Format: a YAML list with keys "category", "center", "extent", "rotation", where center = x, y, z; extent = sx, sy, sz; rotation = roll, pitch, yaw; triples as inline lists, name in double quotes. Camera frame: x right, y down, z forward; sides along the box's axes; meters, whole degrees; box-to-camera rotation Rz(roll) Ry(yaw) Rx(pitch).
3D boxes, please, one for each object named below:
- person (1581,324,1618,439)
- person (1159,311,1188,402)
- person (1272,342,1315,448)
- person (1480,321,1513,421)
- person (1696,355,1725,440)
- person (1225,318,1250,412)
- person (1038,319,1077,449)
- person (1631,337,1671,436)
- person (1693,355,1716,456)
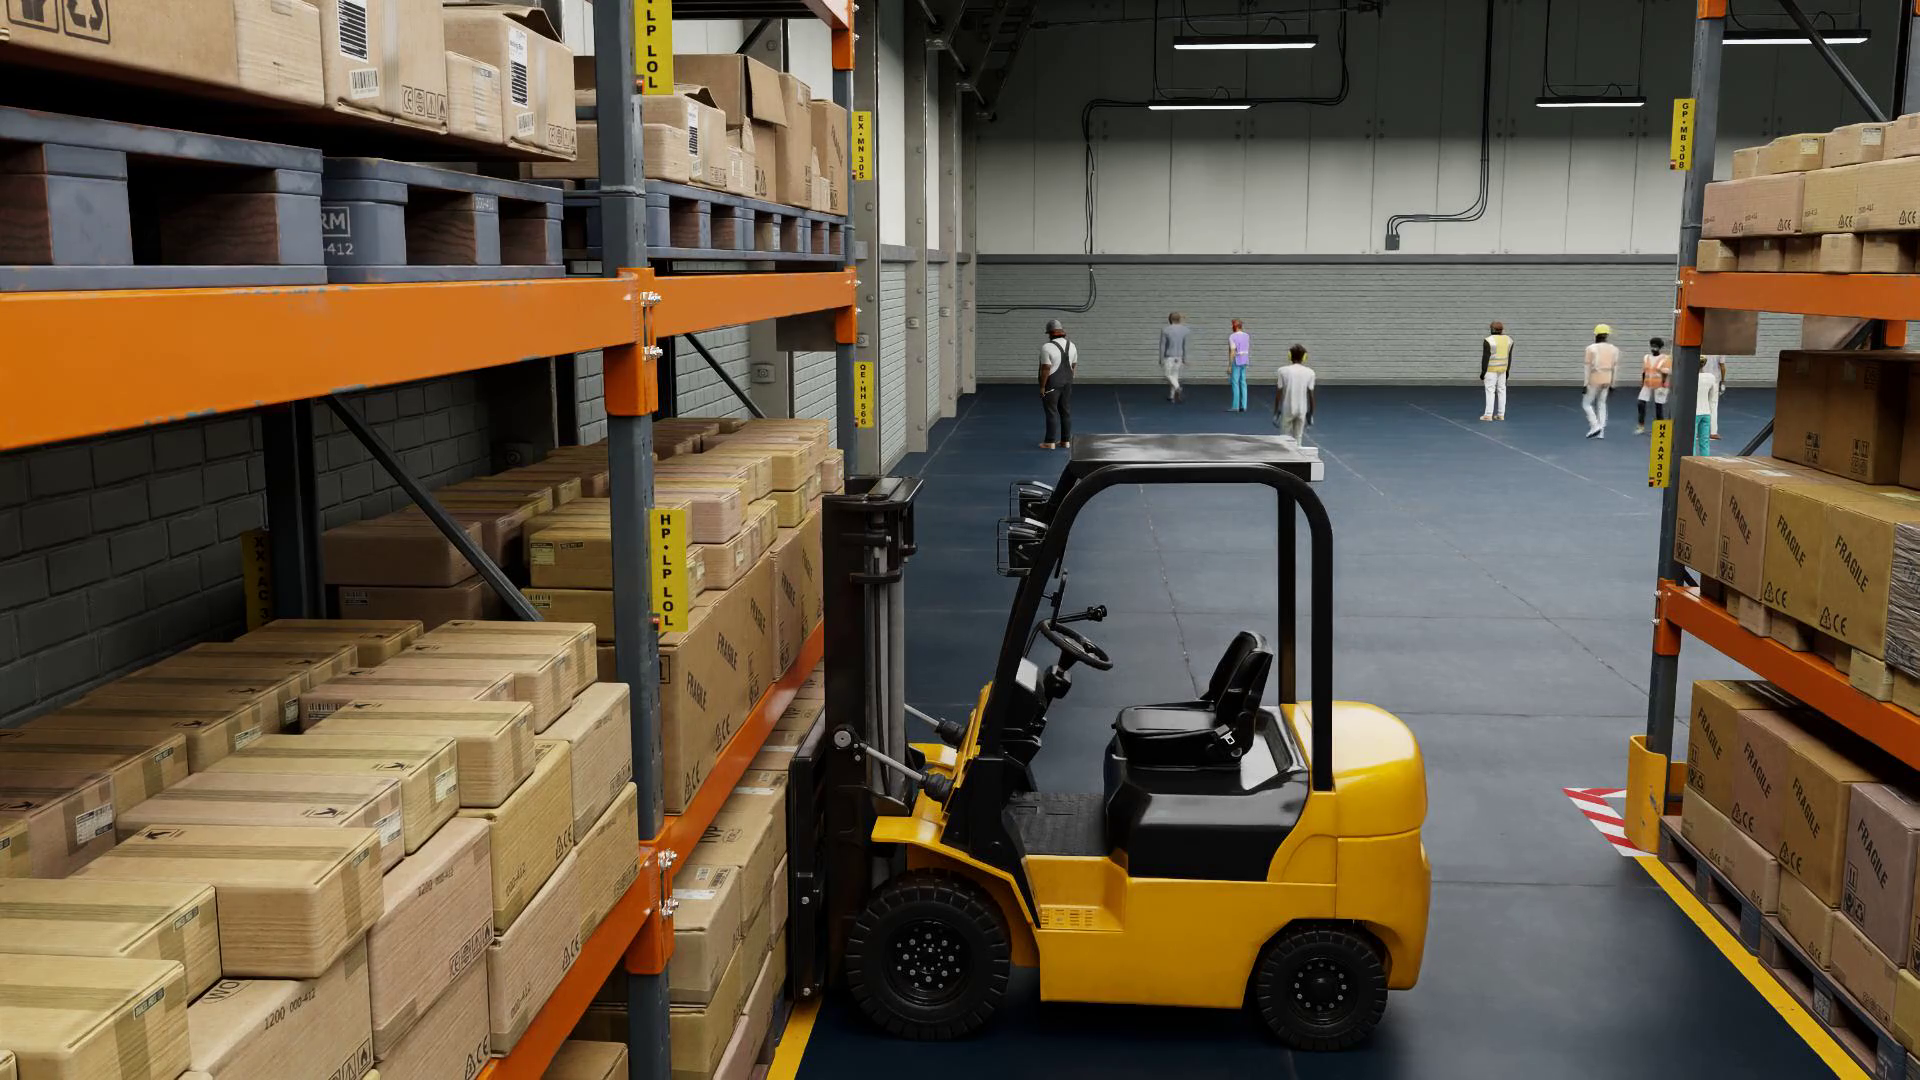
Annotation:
- category: "person"
  center: [10.550, -2.614, 27.480]
  extent: [0.607, 1.907, 0.425]
  rotation: [-2, 10, -14]
- category: "person"
  center: [4.484, -3.815, 34.734]
  extent: [0.640, 1.918, 0.676]
  rotation: [-4, 10, -21]
- category: "person"
  center: [4.385, -1.660, 21.849]
  extent: [0.559, 1.854, 0.419]
  rotation: [0, 9, 1]
- category: "person"
  center: [9.896, -3.124, 30.779]
  extent: [0.635, 1.840, 0.429]
  rotation: [-3, 10, -20]
- category: "person"
  center: [12.354, -2.580, 27.417]
  extent: [0.329, 1.865, 0.523]
  rotation: [-9, 13, -44]
- category: "person"
  center: [5.445, -3.412, 32.515]
  extent: [0.571, 1.840, 0.373]
  rotation: [-9, 13, -42]
- category: "person"
  center: [1.470, -2.451, 26.094]
  extent: [0.678, 2.000, 0.537]
  rotation: [-8, 12, -39]
- category: "person"
  center: [11.545, -2.545, 27.771]
  extent: [0.658, 1.668, 0.540]
  rotation: [-7, 12, -37]
- category: "person"
  center: [9.723, -1.634, 22.002]
  extent: [0.523, 1.760, 0.327]
  rotation: [-4, 10, -21]
